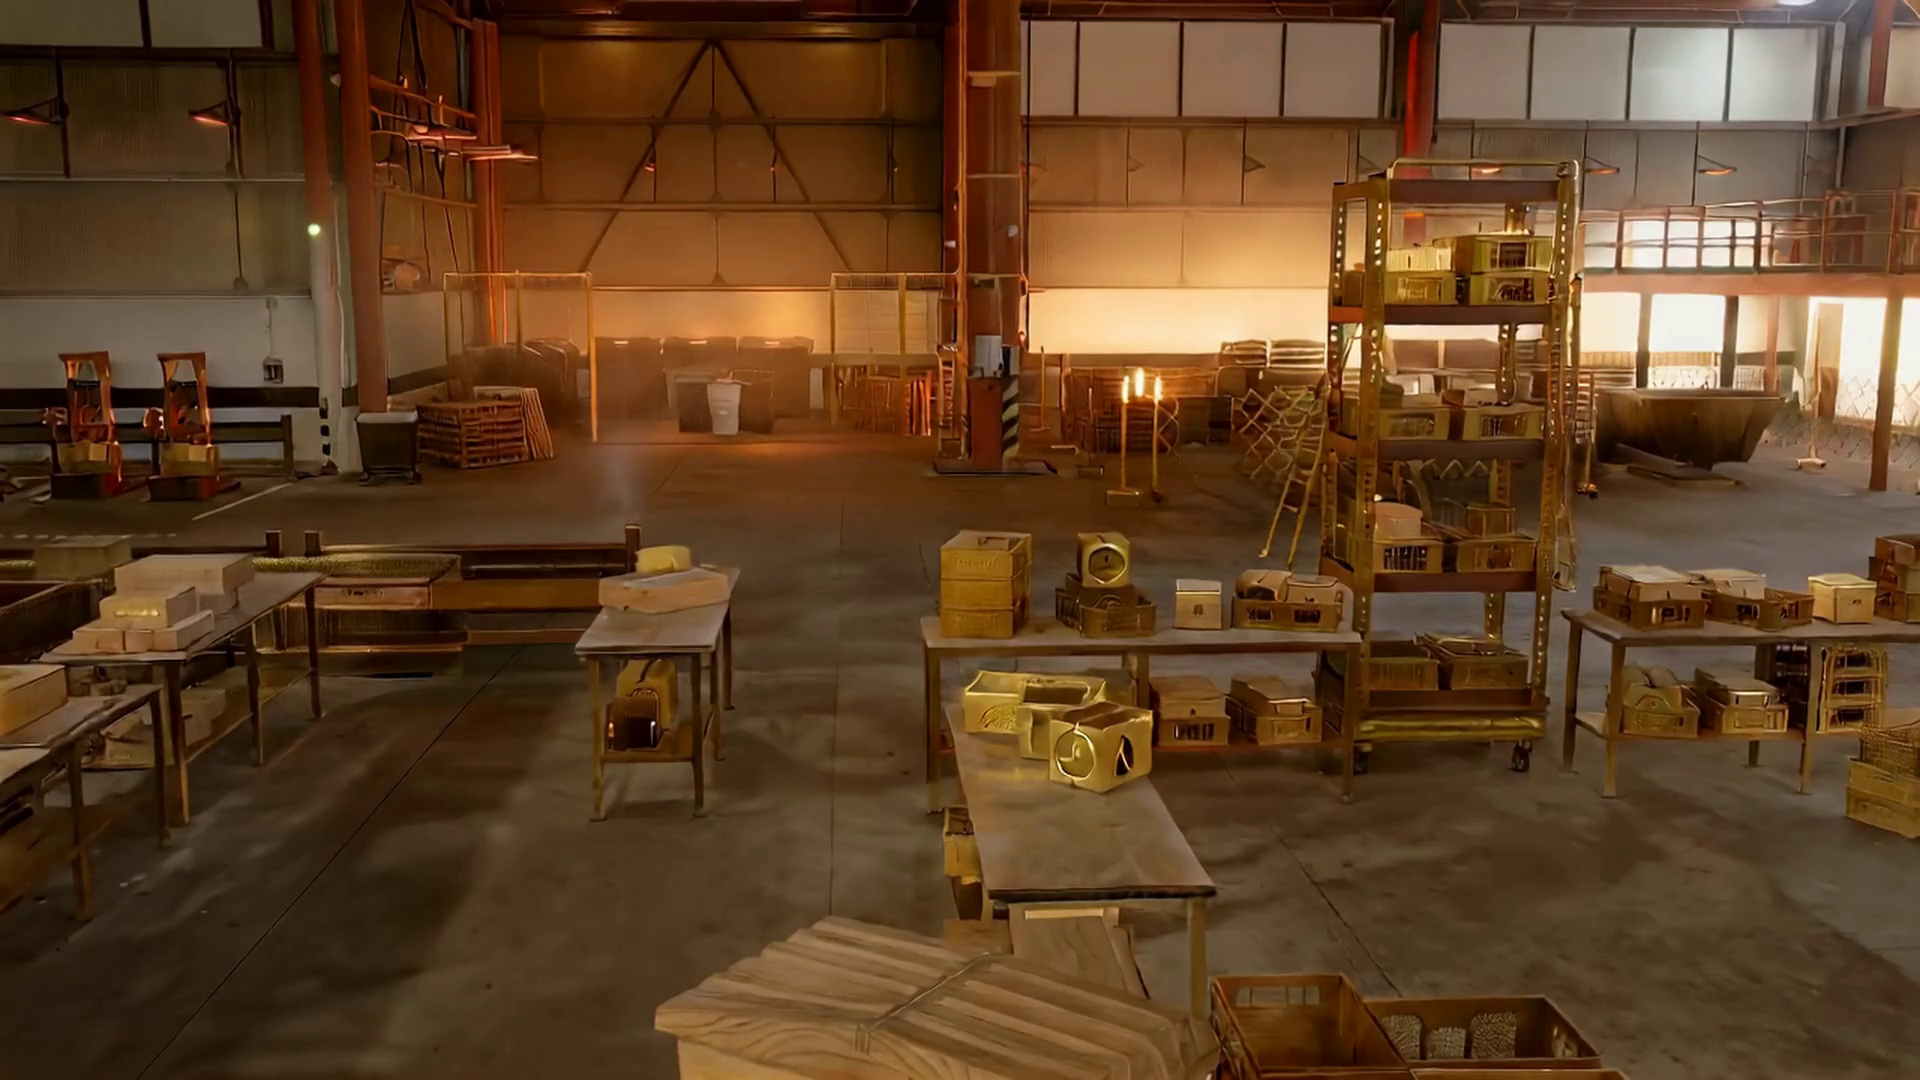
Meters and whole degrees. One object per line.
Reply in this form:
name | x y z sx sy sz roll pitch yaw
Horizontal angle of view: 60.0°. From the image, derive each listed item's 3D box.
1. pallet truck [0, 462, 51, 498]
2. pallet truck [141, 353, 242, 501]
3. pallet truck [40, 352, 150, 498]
pallet truck | -13.193 -1.293 23.148 0.653 1.274 1.630 -1 9 -4
pallet truck | -10.520 -1.604 22.925 0.823 1.965 1.885 -1 9 -6
pallet truck | -11.907 -1.642 23.165 0.823 1.965 1.885 0 9 0
